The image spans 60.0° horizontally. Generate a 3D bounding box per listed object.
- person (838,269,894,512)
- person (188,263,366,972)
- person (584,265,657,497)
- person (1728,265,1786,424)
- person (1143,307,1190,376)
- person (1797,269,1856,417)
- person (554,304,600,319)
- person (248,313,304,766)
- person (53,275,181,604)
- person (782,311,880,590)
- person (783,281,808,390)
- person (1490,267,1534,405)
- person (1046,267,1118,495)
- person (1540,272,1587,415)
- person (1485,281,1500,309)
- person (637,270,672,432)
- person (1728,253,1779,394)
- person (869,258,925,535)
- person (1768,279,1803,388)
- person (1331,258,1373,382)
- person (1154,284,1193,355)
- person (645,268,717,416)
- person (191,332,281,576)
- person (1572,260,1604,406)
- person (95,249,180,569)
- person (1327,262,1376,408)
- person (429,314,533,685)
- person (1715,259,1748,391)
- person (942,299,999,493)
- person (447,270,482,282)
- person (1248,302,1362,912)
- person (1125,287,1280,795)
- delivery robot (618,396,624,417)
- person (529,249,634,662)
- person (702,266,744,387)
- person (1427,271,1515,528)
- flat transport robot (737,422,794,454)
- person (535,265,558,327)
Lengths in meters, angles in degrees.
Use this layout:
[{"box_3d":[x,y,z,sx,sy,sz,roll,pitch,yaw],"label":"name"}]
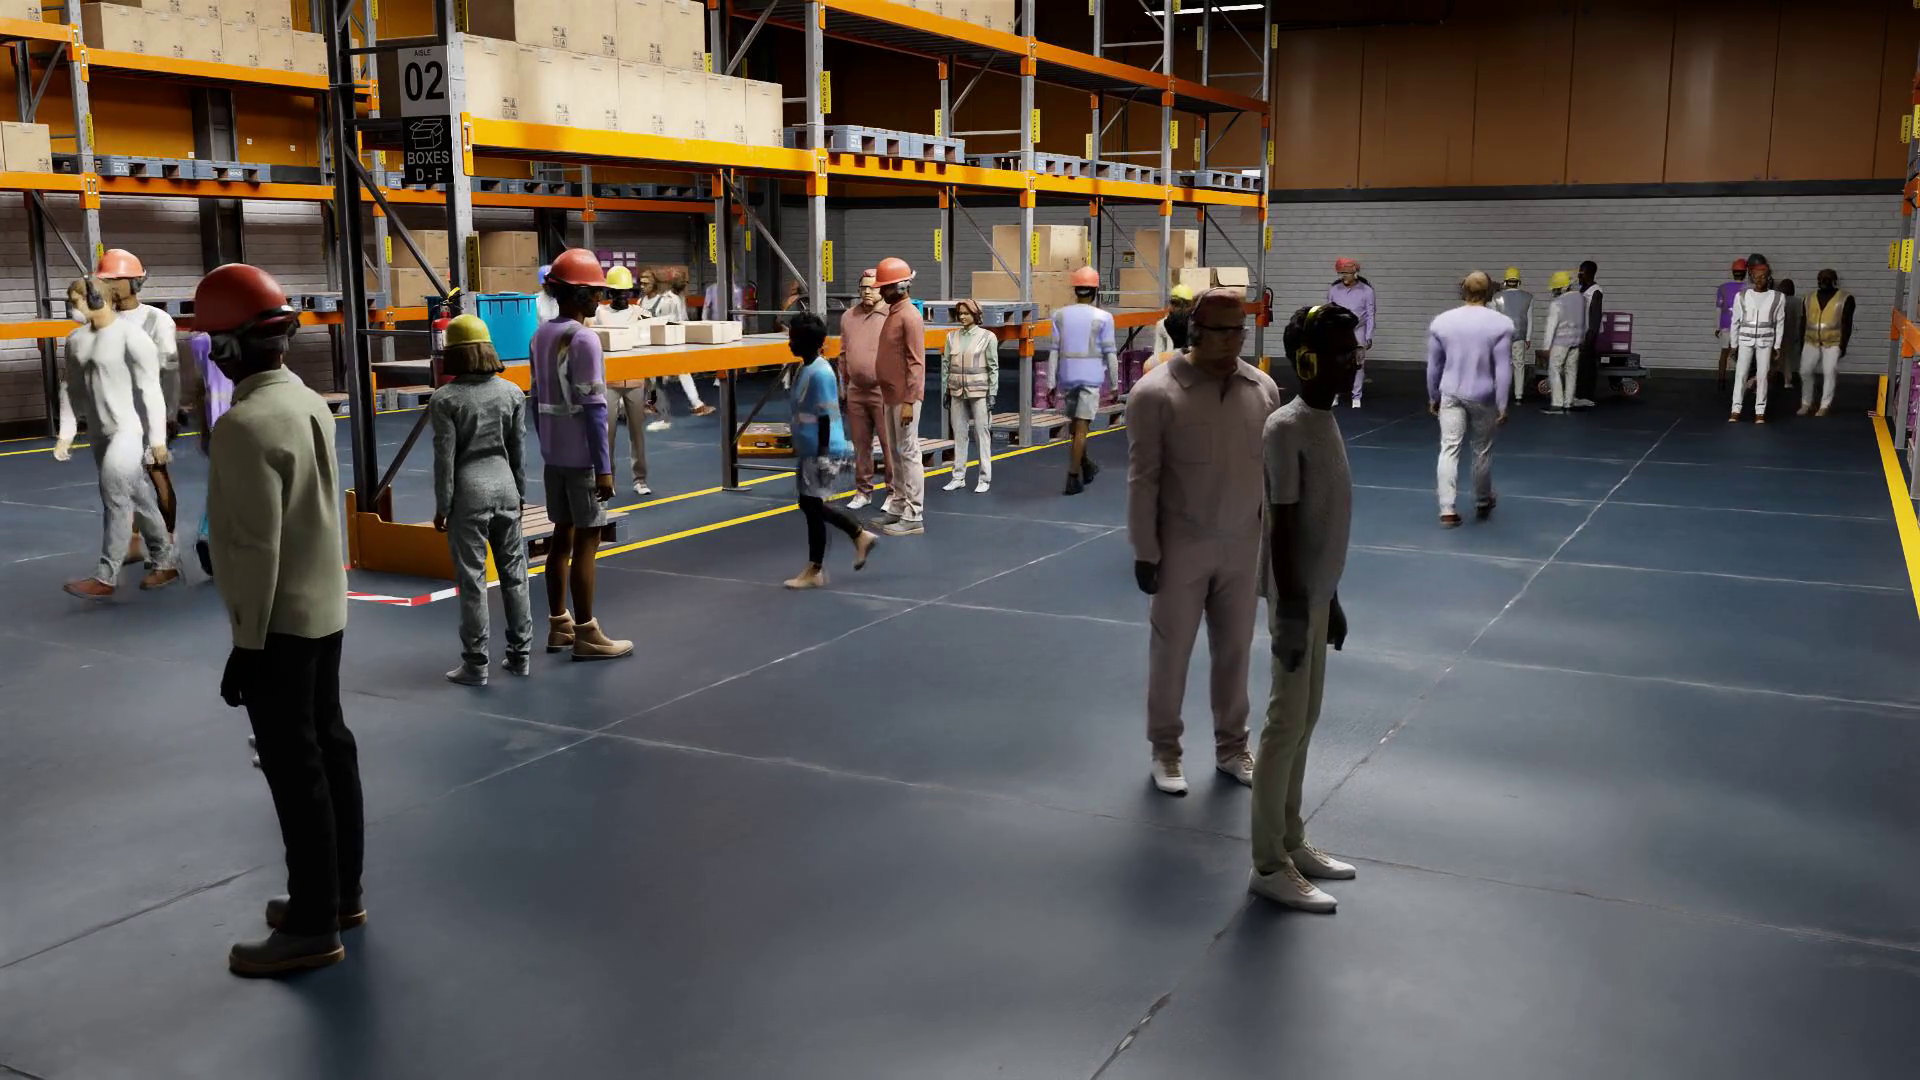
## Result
[{"box_3d":[-0.684,-1.162,13.035,0.642,1.902,0.400,5,11,28],"label":"person"},{"box_3d":[-1.939,0.224,4.718,0.392,1.991,0.612,0,10,-1],"label":"person"},{"box_3d":[-2.808,-1.315,13.849,0.588,1.918,0.397,-5,11,-25],"label":"person"},{"box_3d":[9.464,-2.321,19.772,0.575,1.881,0.356,5,11,28],"label":"person"},{"box_3d":[1.442,-0.693,10.935,0.533,1.675,0.696,3,10,16],"label":"person"},{"box_3d":[10.640,-2.417,20.490,0.480,1.823,0.645,-9,14,-43],"label":"person"},{"box_3d":[-3.389,-1.475,14.749,0.598,1.919,0.705,3,10,19],"label":"person"},{"box_3d":[-2.713,-0.036,6.614,0.319,1.861,0.538,-4,11,-24],"label":"person"},{"box_3d":[-5.039,-0.588,9.729,0.629,1.883,0.970,5,11,27],"label":"person"},{"box_3d":[-0.792,-0.540,10.049,0.566,1.684,0.542,-3,10,-18],"label":"person"},{"box_3d":[-2.363,-3.023,24.580,0.552,1.622,0.596,-8,12,-38],"label":"person"},{"box_3d":[7.319,-2.708,22.149,0.586,1.835,0.404,1,10,5],"label":"person"},{"box_3d":[1.091,-1.366,14.183,0.573,1.893,0.968,5,11,26],"label":"person"},{"box_3d":[7.561,-2.451,20.828,0.672,1.786,0.404,-4,11,-24],"label":"person"},{"box_3d":[7.794,-3.012,24.524,0.469,1.611,0.536,-8,12,-37],"label":"person"},{"box_3d":[-3.520,-2.127,18.826,0.608,1.826,0.535,-9,14,-44],"label":"person"},{"box_3d":[11.332,-3.097,23.803,0.704,2.000,0.536,-5,11,-27],"label":"person"},{"box_3d":[-0.445,-1.031,12.004,0.389,1.986,0.608,-3,10,-19],"label":"person"},{"box_3d":[12.338,-3.090,24.933,0.501,1.636,0.278,7,12,34],"label":"person"},{"box_3d":[6.130,-3.403,25.886,0.751,1.945,0.391,-1,10,-4],"label":"person"},{"box_3d":[2.150,-1.609,16.138,0.539,1.718,0.932,7,12,37],"label":"person"},{"box_3d":[-3.522,-2.447,20.679,1.003,1.830,0.595,2,10,12],"label":"person"},{"box_3d":[-4.557,-0.686,10.494,0.572,1.824,0.796,0,10,0],"label":"person"},{"box_3d":[8.306,-2.733,22.046,0.392,1.922,0.587,0,10,-2],"label":"person"},{"box_3d":[-5.296,-0.828,10.658,0.606,2.045,0.389,2,10,14],"label":"person"},{"box_3d":[5.064,-2.665,21.697,0.645,1.905,0.400,5,11,26],"label":"person"},{"box_3d":[-2.264,-0.188,7.834,0.302,1.741,0.485,9,13,42],"label":"person"},{"box_3d":[11.374,-3.147,24.394,0.552,1.935,0.373,7,12,36],"label":"person"},{"box_3d":[0.085,-1.217,14.080,0.524,1.639,0.306,6,11,29],"label":"person"},{"box_3d":[-4.571,-1.591,15.386,0.361,1.938,0.545,-10,14,-44],"label":"person"},{"box_3d":[1.099,0.199,5.211,0.327,1.874,0.521,5,11,26],"label":"person"},{"box_3d":[0.935,0.010,6.246,0.646,1.897,0.398,-4,10,-20],"label":"person"},{"box_3d":[-4.052,-1.698,19.731,0.477,0.478,0.707,2,10,11],"label":"delivery robot"},{"box_3d":[-1.889,-0.420,8.306,0.386,2.039,0.616,-8,13,-39],"label":"person"},{"box_3d":[-3.590,-3.284,25.415,0.611,1.871,0.968,3,10,18],"label":"person"},{"box_3d":[3.822,-1.059,12.453,0.651,1.882,1.003,6,11,30],"label":"person"},{"box_3d":[-2.058,-1.053,17.091,0.652,0.197,1.431,-1,10,-7],"label":"flat transport robot"},{"box_3d":[-4.706,-2.243,19.335,0.670,1.871,1.041,-2,10,-9],"label":"person"}]
